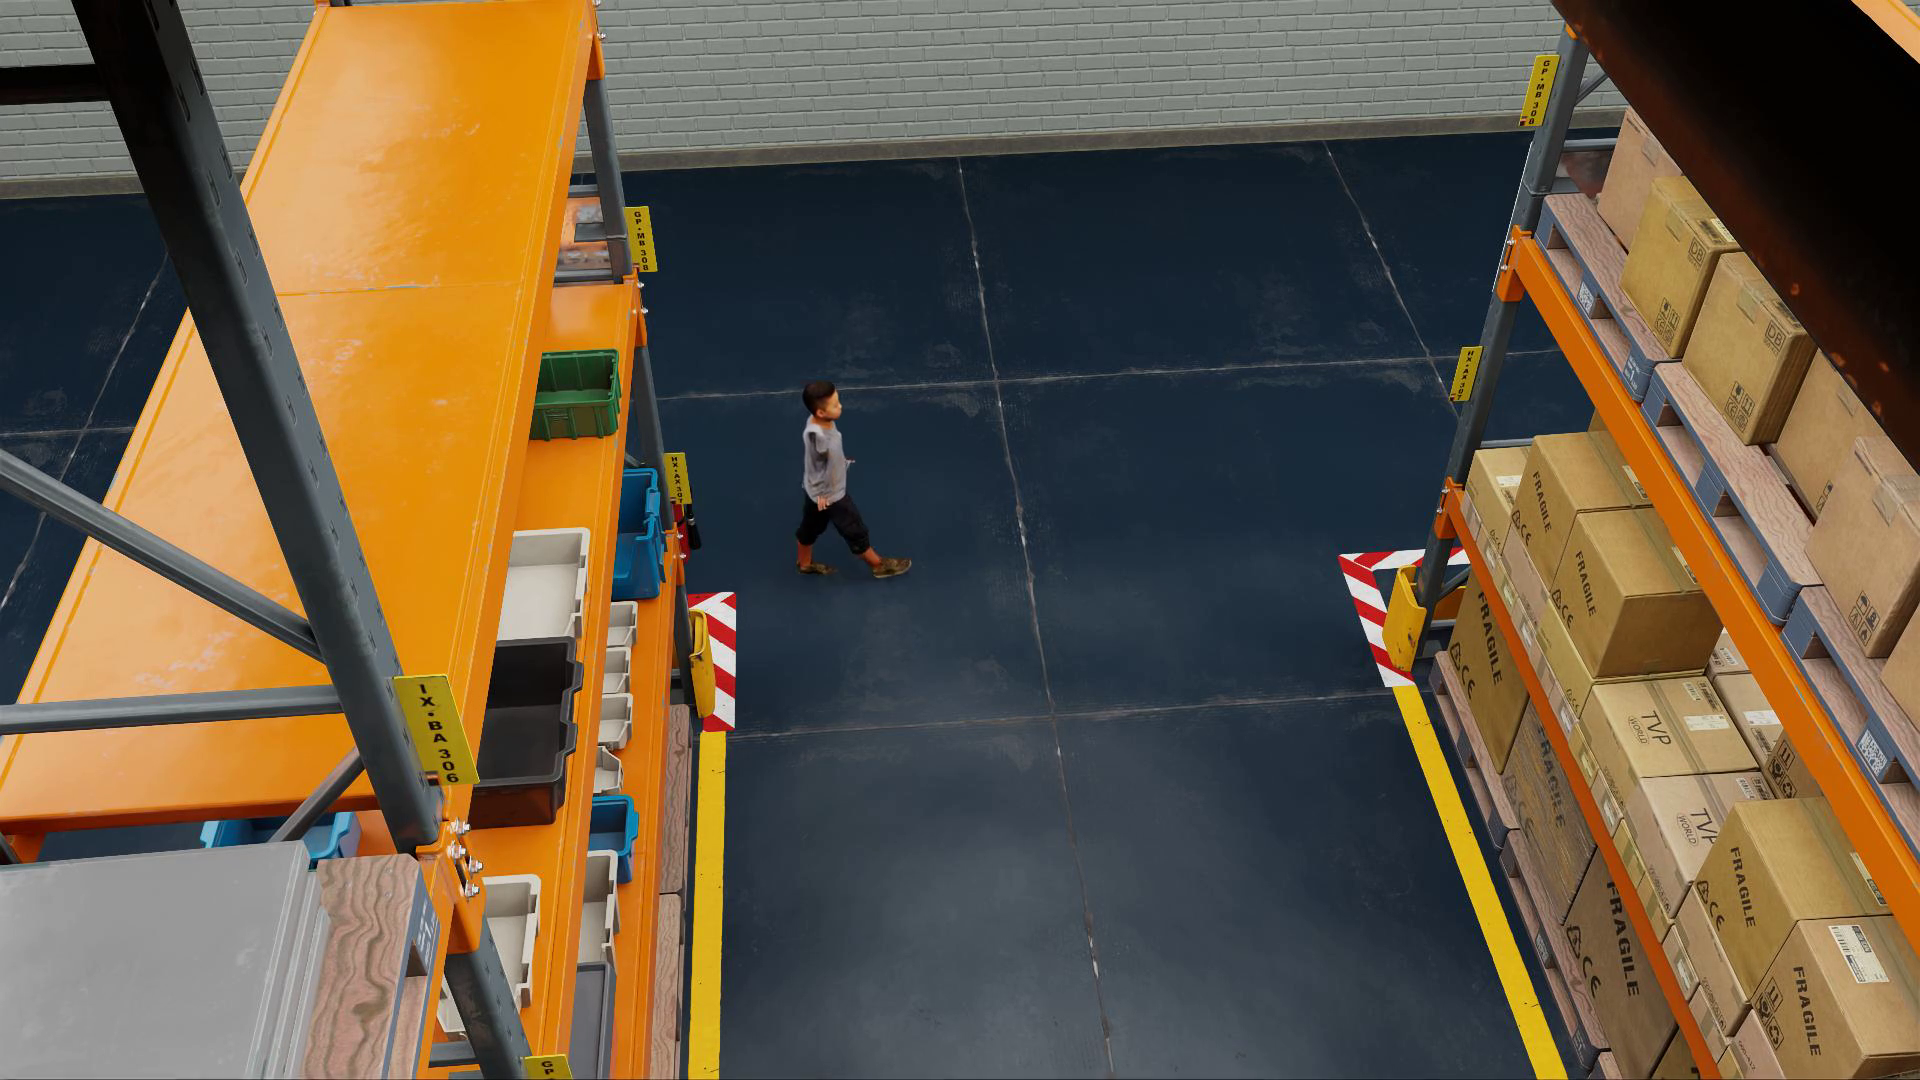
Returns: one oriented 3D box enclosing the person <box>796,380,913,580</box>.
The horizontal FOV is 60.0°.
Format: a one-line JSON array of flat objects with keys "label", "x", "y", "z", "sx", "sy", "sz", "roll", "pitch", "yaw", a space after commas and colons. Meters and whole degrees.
[{"label": "person", "x": -0.831, "y": -0.347, "z": 9.423, "sx": 0.655, "sy": 1.435, "sz": 0.838, "roll": -3, "pitch": 43, "yaw": -3}]
